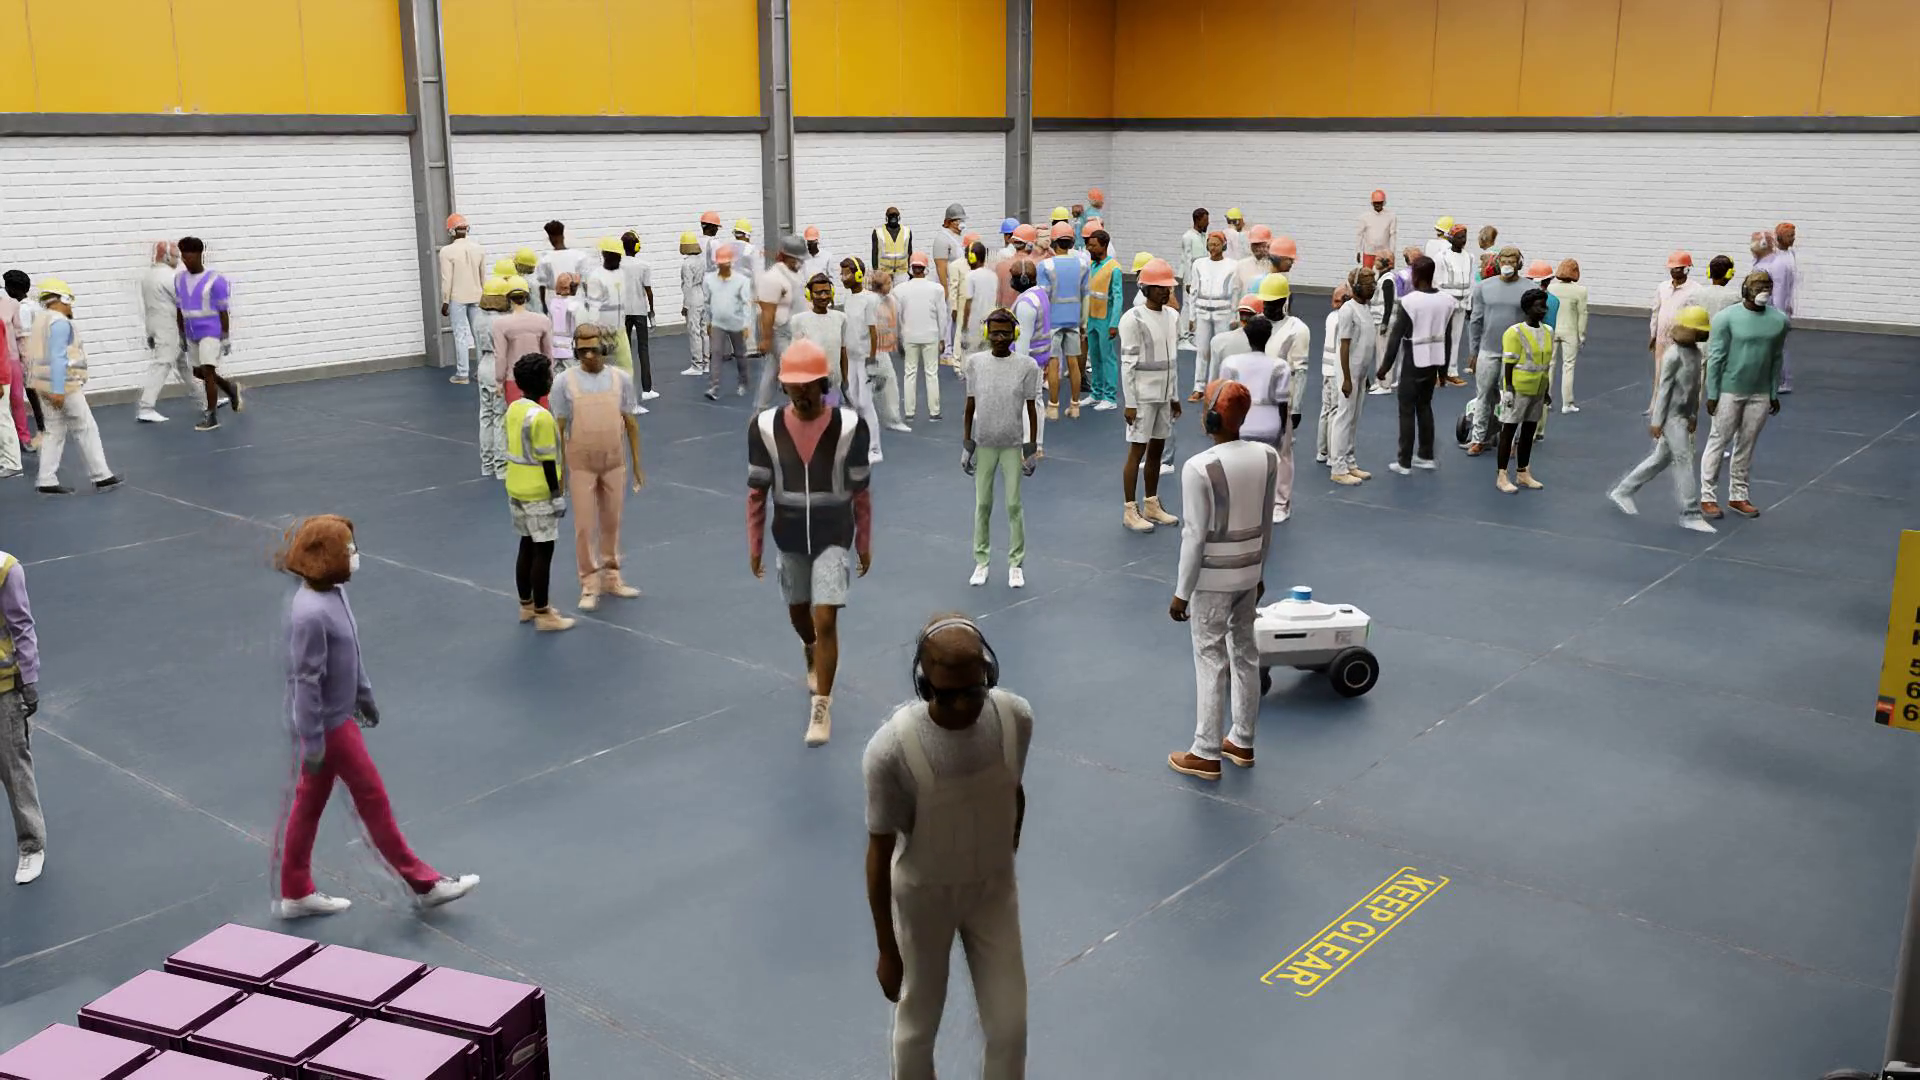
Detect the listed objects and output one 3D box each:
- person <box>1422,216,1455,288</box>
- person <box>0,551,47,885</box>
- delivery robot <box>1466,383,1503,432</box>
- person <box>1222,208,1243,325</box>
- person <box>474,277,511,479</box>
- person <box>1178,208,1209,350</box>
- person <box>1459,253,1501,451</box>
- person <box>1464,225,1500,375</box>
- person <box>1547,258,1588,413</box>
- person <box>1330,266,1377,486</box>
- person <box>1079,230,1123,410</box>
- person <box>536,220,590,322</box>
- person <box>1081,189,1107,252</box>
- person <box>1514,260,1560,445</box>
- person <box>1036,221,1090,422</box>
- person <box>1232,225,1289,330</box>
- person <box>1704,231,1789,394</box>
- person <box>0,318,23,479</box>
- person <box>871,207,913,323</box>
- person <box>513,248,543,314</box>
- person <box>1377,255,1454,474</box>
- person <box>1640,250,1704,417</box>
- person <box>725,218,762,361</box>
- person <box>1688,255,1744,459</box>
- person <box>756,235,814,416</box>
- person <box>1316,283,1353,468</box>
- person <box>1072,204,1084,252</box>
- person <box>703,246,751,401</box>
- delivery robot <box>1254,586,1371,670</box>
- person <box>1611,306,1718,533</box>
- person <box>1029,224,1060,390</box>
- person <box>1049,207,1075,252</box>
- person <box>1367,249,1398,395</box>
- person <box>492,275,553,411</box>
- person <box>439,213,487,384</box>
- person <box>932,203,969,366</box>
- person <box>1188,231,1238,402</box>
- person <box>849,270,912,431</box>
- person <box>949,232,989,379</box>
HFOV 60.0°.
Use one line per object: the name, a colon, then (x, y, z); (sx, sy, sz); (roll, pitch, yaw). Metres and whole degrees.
person: (6.347, -3.350, 21.984); (0.403, 1.830, 0.598); (-6, 15, -22)
person: (-3.937, 0.592, 6.624); (0.523, 1.638, 0.310); (-2, 14, -7)
delivery robot: (5.157, -1.278, 16.103); (0.477, 0.478, 0.707); (9, 16, 31)
person: (4.144, -4.179, 25.429); (0.326, 1.769, 0.524); (-4, 15, -17)
person: (-3.988, -1.399, 14.391); (0.480, 1.733, 0.339); (12, 18, 39)
person: (3.175, -3.533, 22.611); (0.387, 1.887, 0.593); (9, 17, 32)
person: (4.964, -1.757, 15.589); (0.379, 1.844, 0.570); (8, 16, 31)
person: (6.396, -2.899, 20.238); (0.362, 1.814, 0.604); (6, 15, 24)
person: (6.400, -2.166, 17.656); (0.498, 1.633, 0.282); (12, 18, 40)
person: (3.361, -1.395, 14.145); (0.344, 1.847, 0.504); (8, 16, 30)
person: (1.525, -2.357, 17.843); (0.373, 1.916, 0.596); (-8, 16, -28)
person: (-4.582, -2.728, 19.274); (0.639, 1.939, 0.587); (-5, 15, -19)
person: (2.174, -4.782, 27.464); (0.428, 1.960, 0.704); (-1, 14, -6)
person: (5.480, -1.783, 15.880); (0.324, 1.752, 0.562); (11, 18, 37)
person: (1.031, -2.243, 17.131); (0.616, 2.041, 0.381); (-6, 15, -24)
person: (3.129, -2.301, 17.460); (0.613, 1.994, 0.395); (9, 17, 33)
person: (8.944, -2.538, 18.718); (1.052, 1.838, 0.651); (0, 14, 0)
person: (-8.422, -1.404, 14.399); (0.573, 1.738, 0.352); (13, 19, 42)
person: (-0.980, -3.928, 24.277); (0.621, 1.845, 0.429); (-3, 14, -13)
person: (-4.826, -2.379, 18.390); (0.583, 1.701, 0.356); (10, 17, 35)
person: (4.004, -1.526, 14.560); (0.600, 1.904, 0.496); (-9, 16, -31)
person: (7.368, -2.109, 17.181); (0.336, 1.749, 0.575); (-9, 17, -31)
person: (-2.808, -3.245, 21.582); (0.592, 1.825, 0.403); (8, 16, 29)
person: (6.866, -1.662, 15.179); (0.508, 1.865, 0.329); (11, 18, 38)
person: (-1.674, -2.108, 16.596); (0.981, 2.000, 0.833); (3, 14, 13)
person: (3.388, -1.467, 14.850); (0.312, 1.639, 0.520); (-2, 14, -7)
person: (2.102, -5.098, 29.379); (0.312, 1.634, 0.514); (3, 14, 10)
person: (-2.588, -2.414, 18.512); (0.597, 1.694, 0.906); (2, 14, 9)
delivery robot: (1.840, 0.495, 9.009); (0.707, 0.478, 0.477); (-2, 14, -11)
person: (5.431, -0.955, 12.695); (0.497, 1.696, 0.878); (-13, 19, -41)
person: (0.919, -2.638, 18.985); (0.639, 1.910, 0.407); (-12, 18, -39)
person: (1.363, -3.524, 22.484); (0.363, 1.928, 0.587); (3, 14, 14)
person: (4.787, -2.461, 18.821); (0.312, 1.640, 0.515); (2, 14, 7)
person: (-3.723, -1.368, 14.201); (0.529, 1.765, 0.327); (-10, 17, -35)
person: (-5.861, -2.849, 19.649); (0.384, 1.993, 0.623); (11, 18, 38)
person: (-0.027, -3.253, 21.172); (0.537, 2.000, 0.679); (7, 16, 25)
person: (2.778, -2.435, 18.226); (0.574, 1.882, 0.356); (6, 15, 23)
person: (-0.833, -1.914, 16.710); (0.777, 1.609, 0.511); (6, 15, 23)
person: (0.139, -2.814, 20.004); (0.573, 1.747, 0.346); (-9, 17, -33)
